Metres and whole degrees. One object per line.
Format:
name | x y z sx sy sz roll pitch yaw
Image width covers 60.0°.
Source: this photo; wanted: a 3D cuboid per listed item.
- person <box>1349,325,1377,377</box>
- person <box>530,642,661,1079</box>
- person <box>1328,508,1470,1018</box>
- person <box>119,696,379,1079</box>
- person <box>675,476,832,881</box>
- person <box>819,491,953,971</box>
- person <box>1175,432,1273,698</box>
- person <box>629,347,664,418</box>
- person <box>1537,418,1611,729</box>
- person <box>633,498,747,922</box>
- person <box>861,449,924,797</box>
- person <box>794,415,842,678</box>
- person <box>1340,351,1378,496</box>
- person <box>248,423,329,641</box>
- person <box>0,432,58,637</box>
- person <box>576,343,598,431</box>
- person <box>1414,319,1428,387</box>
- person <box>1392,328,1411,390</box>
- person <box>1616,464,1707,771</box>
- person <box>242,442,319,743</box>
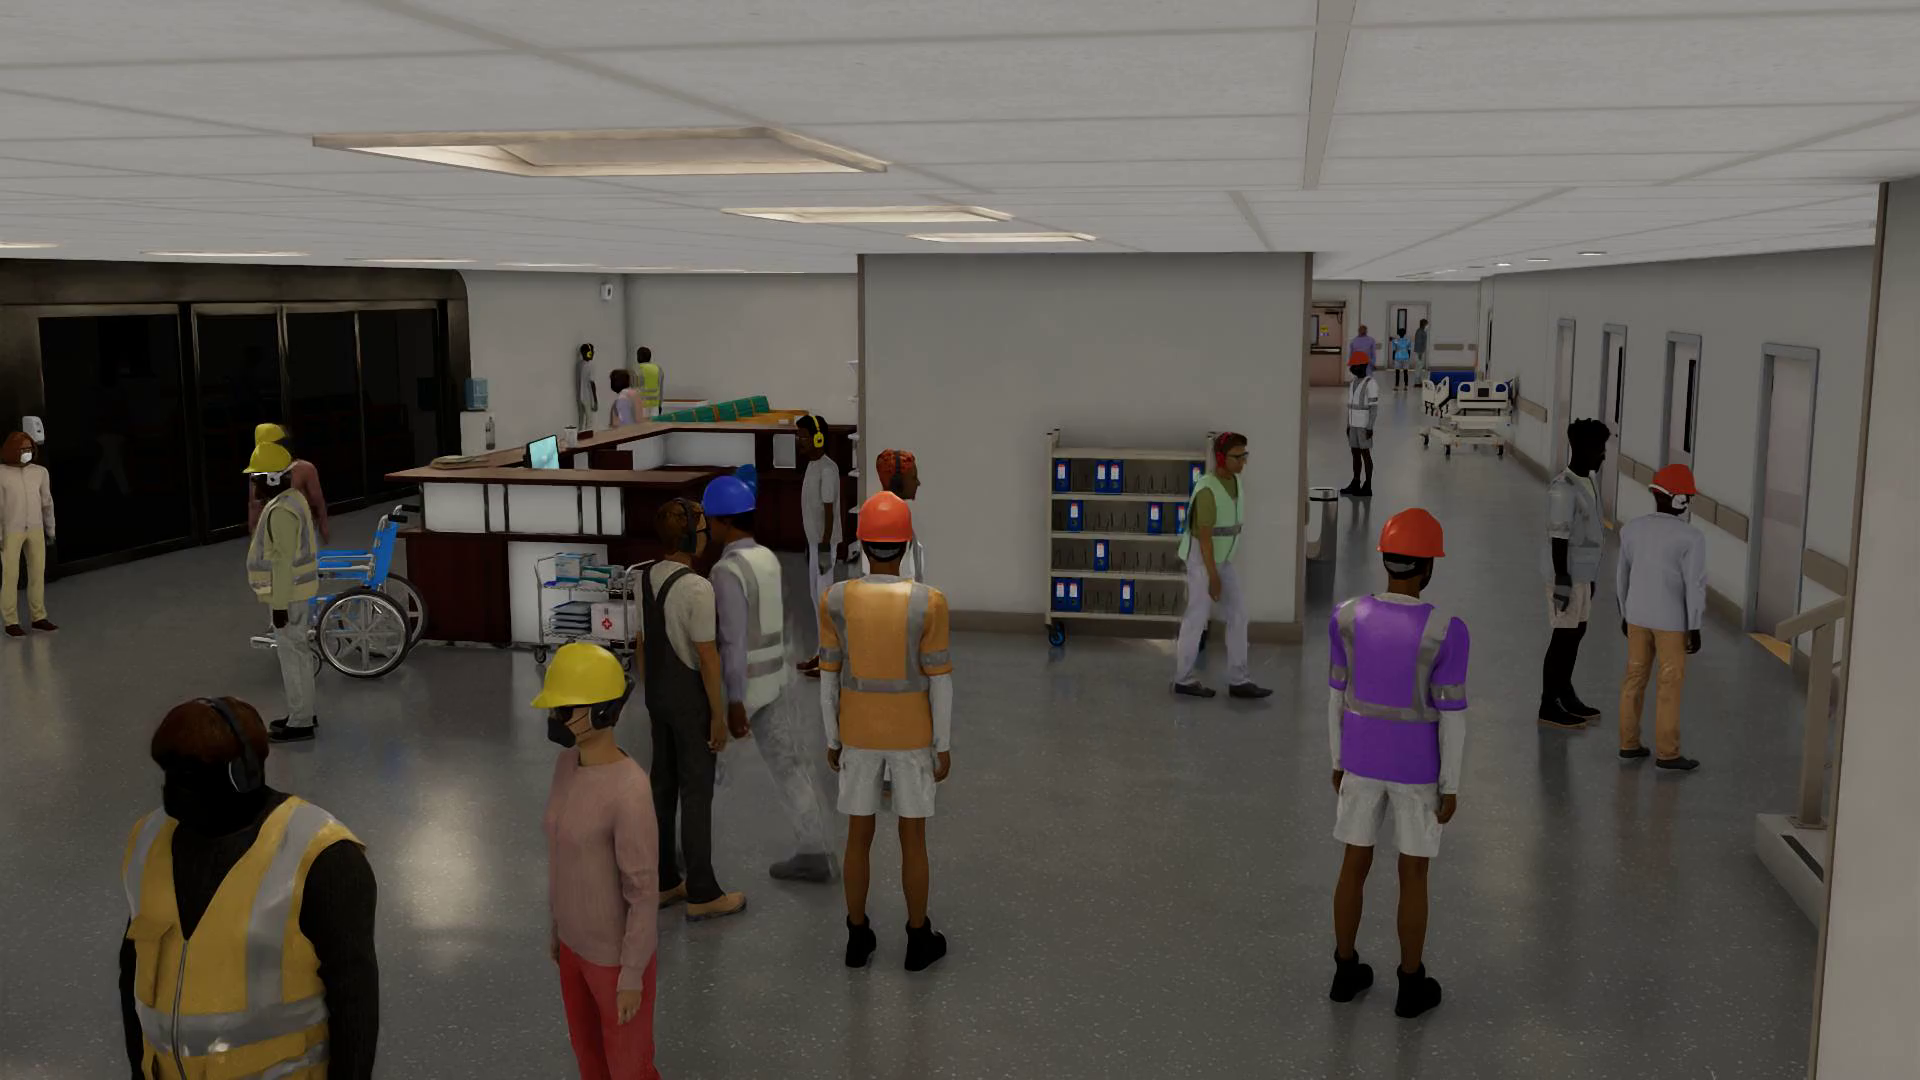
person | 9.686 -4.233 40.039 0.663 1.894 0.514 4 10 25
person | -1.028 1.158 4.709 0.315 1.769 0.525 -7 11 -39
person | 1.656 0.839 6.304 0.541 1.931 0.376 6 10 35
person | -1.649 1.256 3.831 0.634 1.841 0.429 2 9 15
person | -1.041 0.644 7.701 1.012 1.889 0.643 3 9 17
person | -0.292 0.770 6.696 0.545 1.942 0.352 2 9 11
person | 1.765 0.185 11.027 0.779 1.802 0.604 6 10 33
person | -4.949 -2.112 26.150 0.627 1.846 0.429 -8 12 -44
person | 3.842 0.206 10.418 0.386 1.952 0.615 6 10 34
person | -1.200 0.733 7.257 0.505 1.846 0.346 7 11 41
person | -0.359 0.446 9.035 0.341 1.882 0.587 -3 9 -19
person | -1.004 0.041 11.816 0.326 1.862 0.507 -3 9 -19
person | 5.291 -1.542 22.063 0.375 1.933 0.550 -3 9 -20
person | -5.196 -0.057 12.891 0.540 1.726 0.541 0 9 0
person | -7.438 -0.052 13.216 0.286 1.627 0.504 5 10 30
person | -6.148 -2.293 27.312 0.524 1.862 0.324 6 11 37
person | 12.918 -5.236 46.619 0.386 1.928 0.641 4 9 22
person | 11.973 -4.899 45.126 0.531 1.697 0.322 0 9 -2
person | 4.036 0.435 9.542 0.342 1.751 0.564 -4 10 -27
person | -4.114 0.315 10.122 0.403 1.824 0.595 -3 9 -17
